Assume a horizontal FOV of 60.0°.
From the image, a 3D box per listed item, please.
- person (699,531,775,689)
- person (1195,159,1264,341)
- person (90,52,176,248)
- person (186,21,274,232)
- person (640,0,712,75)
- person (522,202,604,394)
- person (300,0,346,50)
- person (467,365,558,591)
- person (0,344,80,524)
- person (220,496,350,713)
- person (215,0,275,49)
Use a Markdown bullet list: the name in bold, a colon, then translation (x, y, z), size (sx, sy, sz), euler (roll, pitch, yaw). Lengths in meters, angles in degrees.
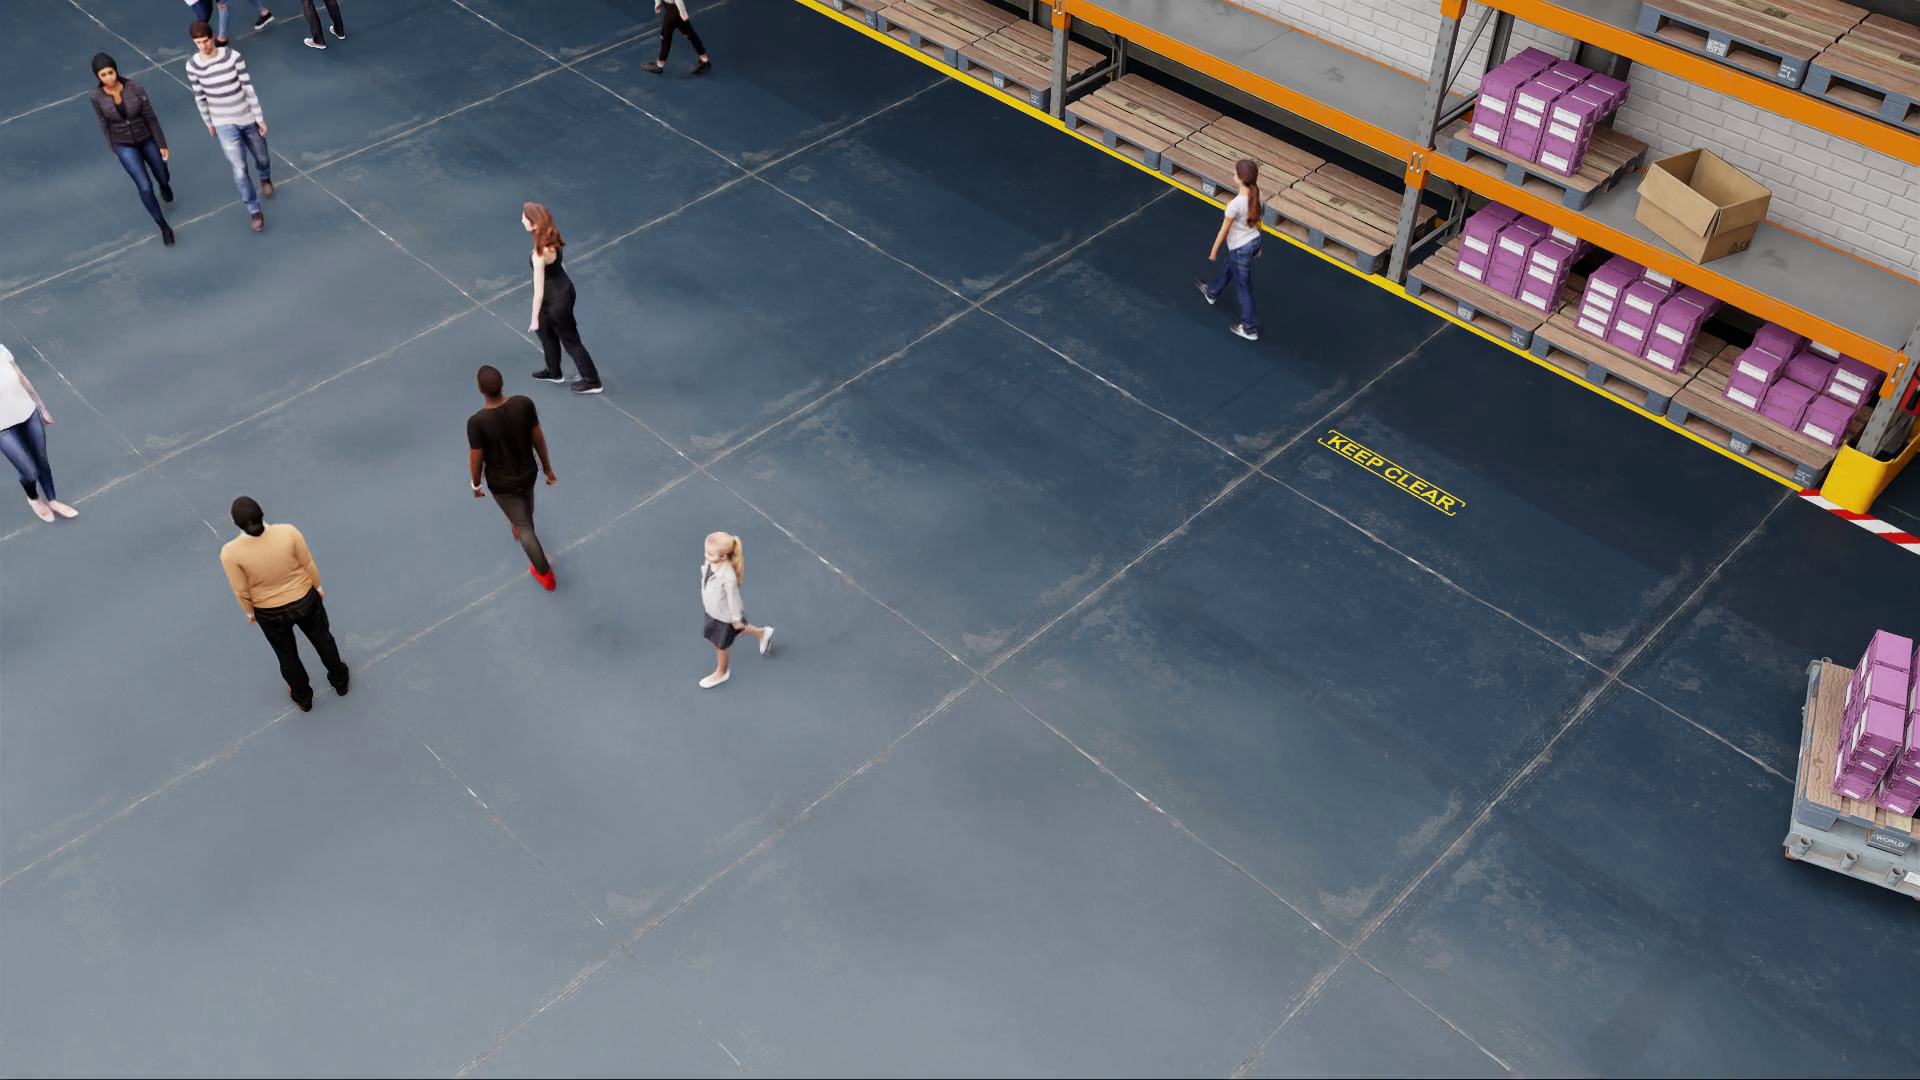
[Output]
- **person**: translation (-1.479, 0.407, 10.776), size (0.723, 1.261, 0.805), euler (-20, 47, -20)
- **person**: translation (2.335, -2.321, 13.451), size (0.565, 1.521, 1.034), euler (-31, 52, -28)
- **person**: translation (-7.162, -3.459, 14.497), size (0.837, 1.726, 1.110), euler (-19, 47, -19)
- **person**: translation (-6.410, -3.747, 14.729), size (0.897, 1.823, 1.147), euler (-18, 47, -18)
- **person**: translation (-2.795, -5.337, 16.685), size (0.890, 1.427, 0.959), euler (-16, 46, -17)
- **person**: translation (-2.993, -1.833, 12.790), size (0.942, 1.726, 0.871), euler (2, 44, 2)
- **person**: translation (-6.724, -5.977, 17.048), size (0.576, 1.853, 0.699), euler (28, 50, 26)
- **person**: translation (-2.967, -0.374, 11.224), size (0.734, 1.774, 1.075), euler (-30, 51, -28)
- **person**: translation (-6.742, -0.848, 11.753), size (0.675, 1.730, 0.674), euler (20, 47, 19)
- **person**: translation (-4.241, 0.385, 10.441), size (0.707, 1.753, 0.672), euler (-23, 48, -23)
- **person**: translation (-7.556, -5.962, 17.191), size (1.136, 1.633, 0.896), euler (22, 48, 22)
